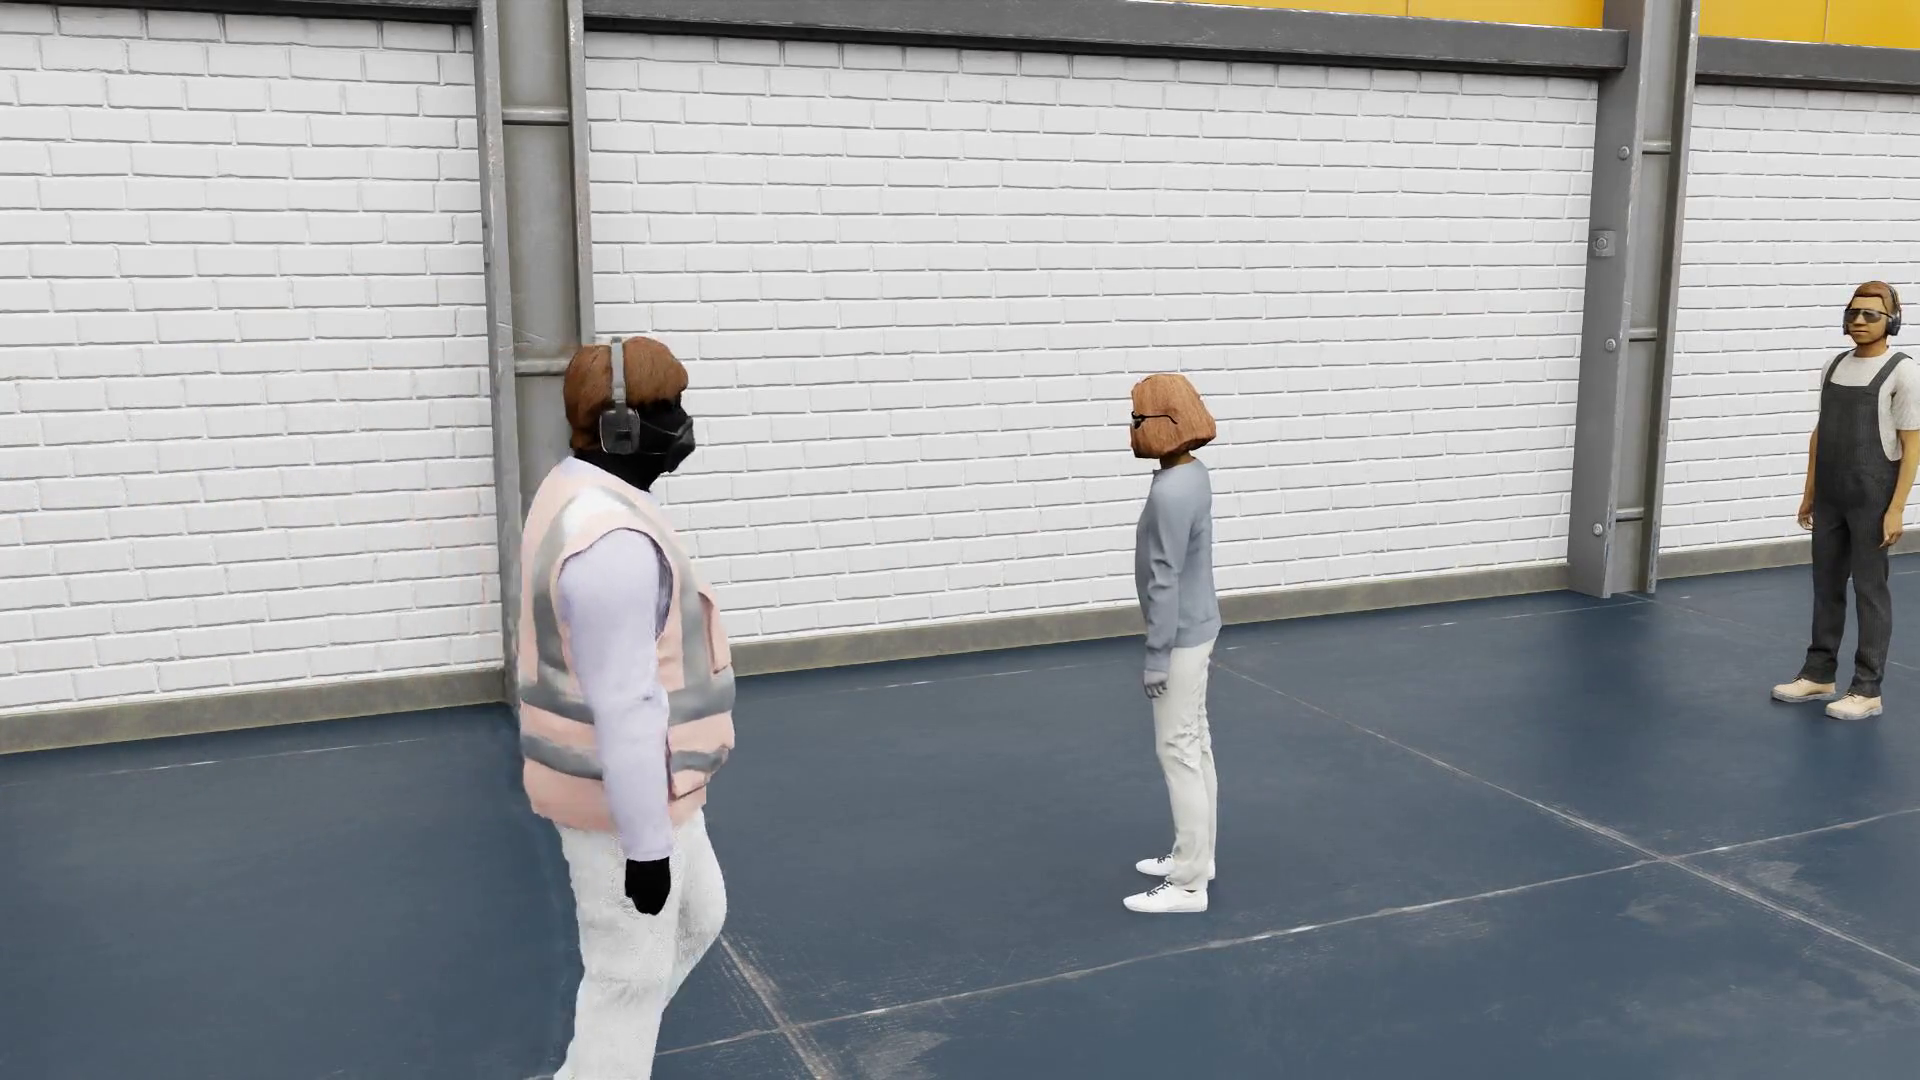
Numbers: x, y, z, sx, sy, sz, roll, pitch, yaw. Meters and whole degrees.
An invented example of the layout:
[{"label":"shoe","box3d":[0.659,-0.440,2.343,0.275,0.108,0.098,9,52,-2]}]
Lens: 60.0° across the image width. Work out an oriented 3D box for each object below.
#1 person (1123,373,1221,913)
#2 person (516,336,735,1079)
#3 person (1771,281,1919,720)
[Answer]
[{"label":"person","box3d":[0.643,0.311,5.047,0.288,1.626,0.498,3,11,14]},{"label":"person","box3d":[-0.662,0.507,3.380,0.441,1.832,0.649,-3,11,-17]},{"label":"person","box3d":[3.787,-0.167,7.059,0.335,1.846,0.513,-3,11,-18]}]
